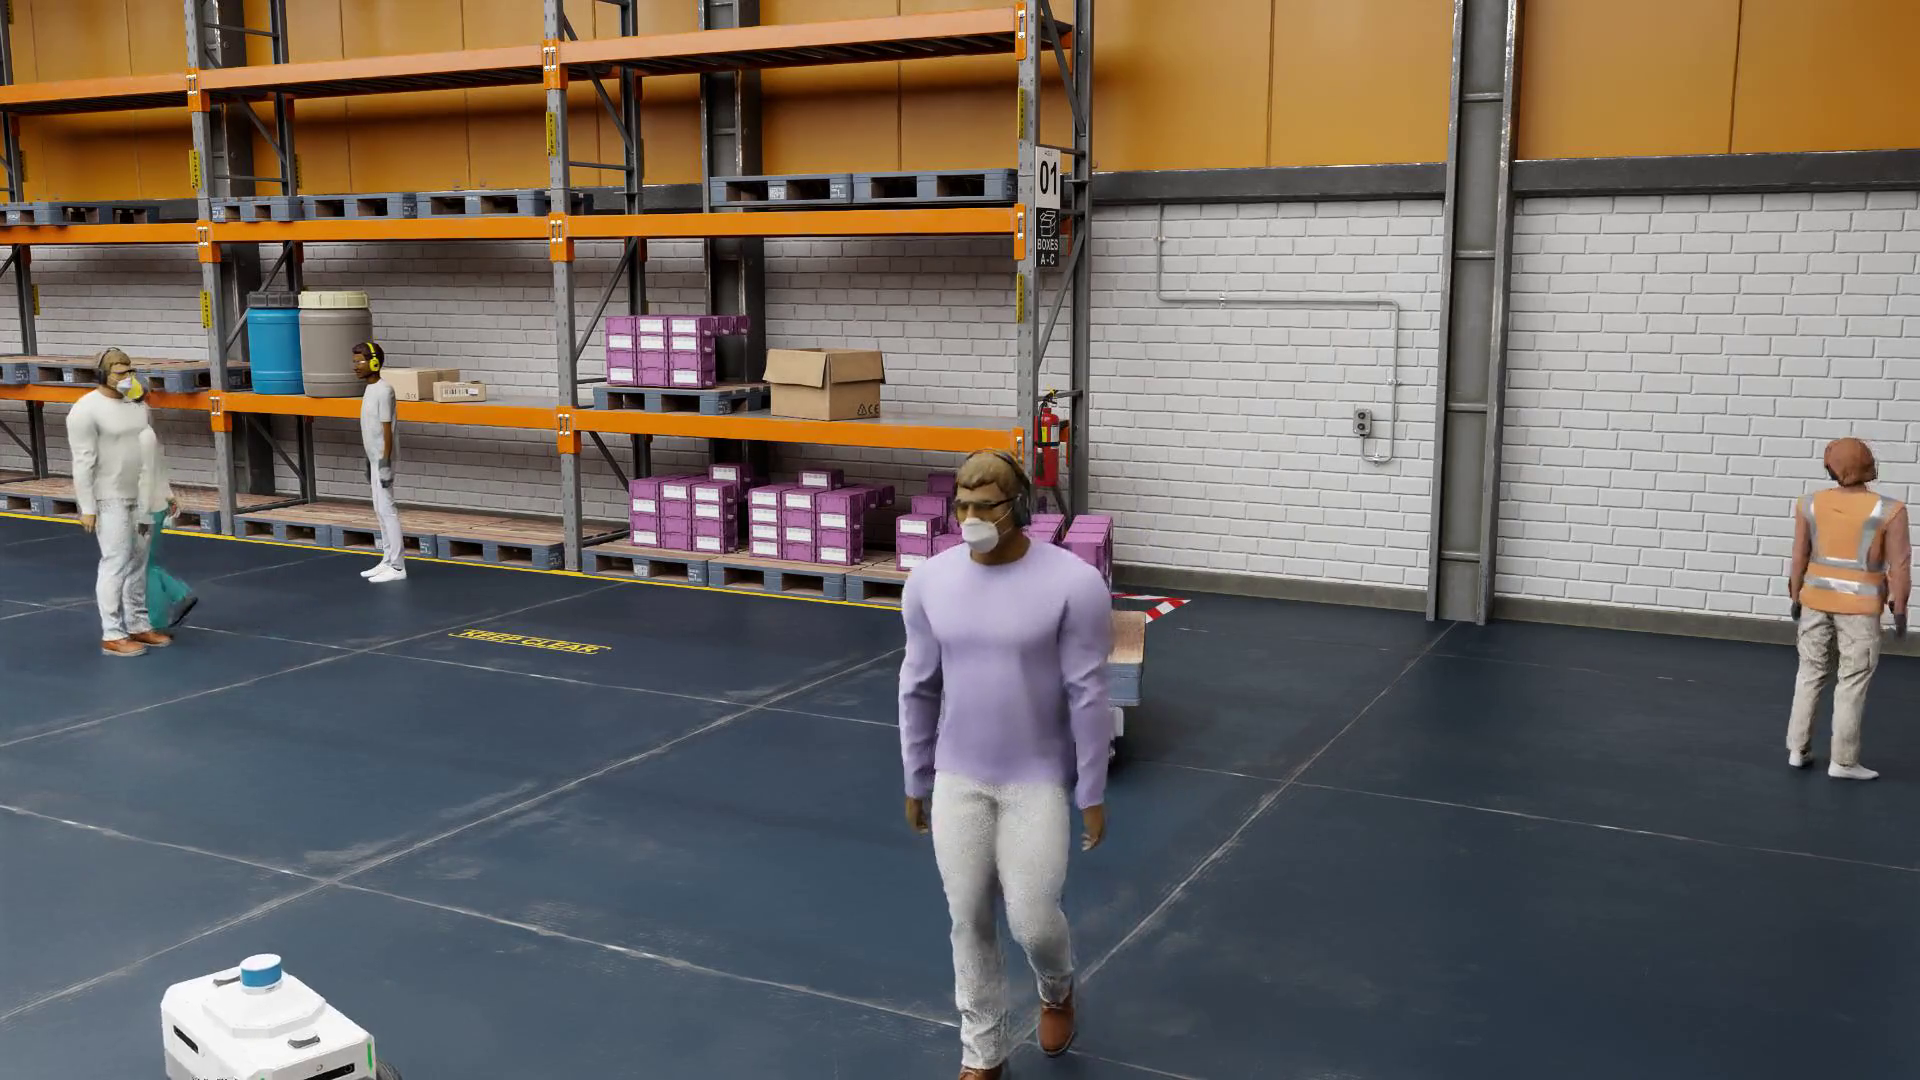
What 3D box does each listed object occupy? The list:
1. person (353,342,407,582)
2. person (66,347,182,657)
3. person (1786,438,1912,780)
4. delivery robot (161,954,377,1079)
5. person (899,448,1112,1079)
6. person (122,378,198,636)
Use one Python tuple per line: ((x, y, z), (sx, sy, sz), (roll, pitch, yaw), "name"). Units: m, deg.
((-4.523, -0.605, 12.939), (0.328, 1.862, 0.515), (-6, 11, -32), "person")
((-5.279, -0.245, 10.501), (0.416, 1.936, 0.647), (2, 9, 11), "person")
((4.167, 0.338, 7.854), (0.315, 1.629, 0.548), (-6, 11, -35), "person")
((-1.878, 1.366, 4.503), (0.477, 0.478, 0.707), (-9, 13, -43), "delivery robot")
((0.130, 0.683, 4.807), (0.645, 1.921, 0.514), (4, 10, 22), "person")
((-5.277, -0.198, 10.756), (0.440, 1.744, 0.542), (-6, 11, -33), "person")
